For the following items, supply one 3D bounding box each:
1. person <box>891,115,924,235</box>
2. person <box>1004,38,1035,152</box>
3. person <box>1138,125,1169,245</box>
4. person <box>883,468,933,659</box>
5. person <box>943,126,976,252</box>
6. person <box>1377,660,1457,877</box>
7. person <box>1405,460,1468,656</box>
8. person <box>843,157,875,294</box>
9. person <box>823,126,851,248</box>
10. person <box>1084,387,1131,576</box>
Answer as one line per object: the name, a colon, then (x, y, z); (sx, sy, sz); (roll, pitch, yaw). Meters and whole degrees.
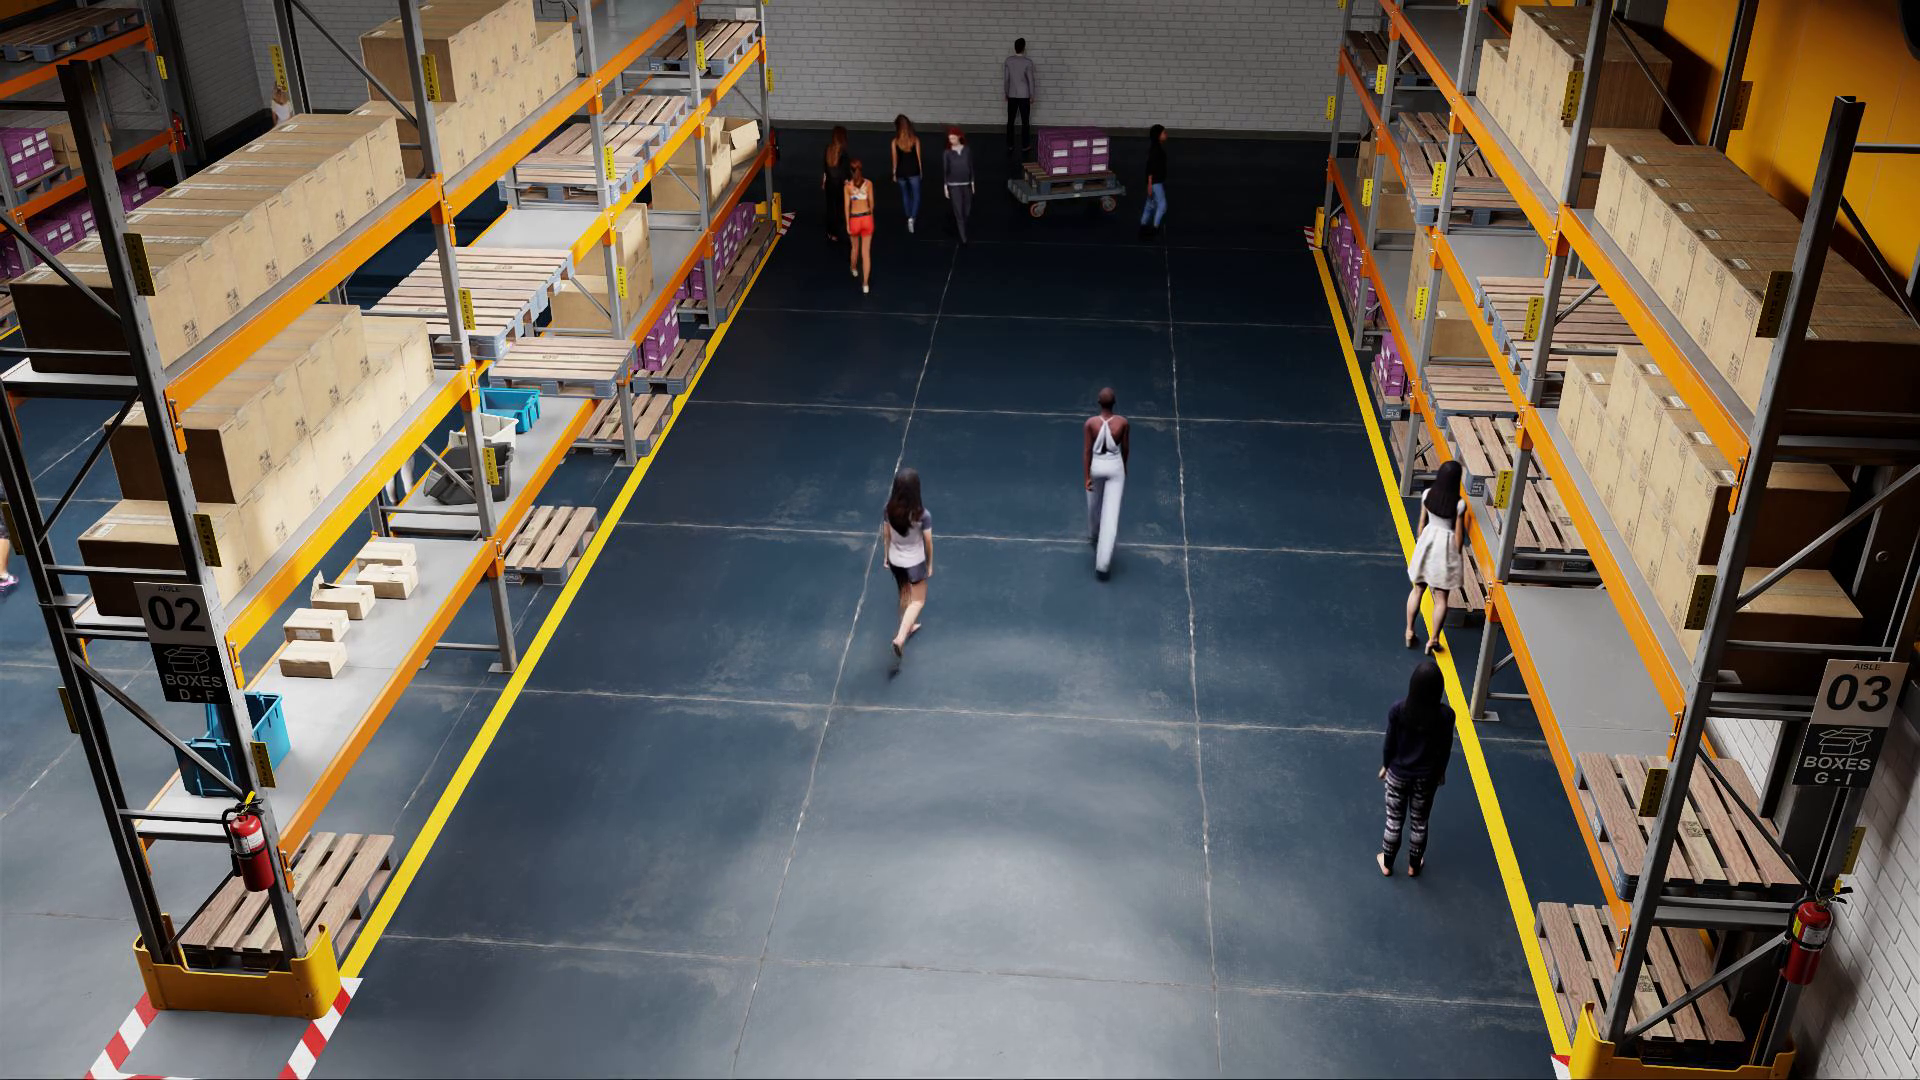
person: (-0.751, -5.266, 24.126); (0.606, 1.683, 0.957); (4, 29, 7)
person: (0.994, -7.532, 28.103); (0.738, 1.851, 0.685); (11, 30, 19)
person: (2.690, -5.081, 23.788); (0.700, 1.681, 0.634); (6, 29, 11)
person: (-0.475, 0.212, 14.079); (0.789, 1.686, 1.034); (11, 31, 20)
person: (-0.037, -4.989, 23.551); (0.793, 1.746, 0.943); (-9, 30, -16)
person: (3.136, 1.586, 11.510); (0.619, 1.734, 0.528); (5, 29, 8)
person: (4.052, 0.138, 14.128); (0.783, 1.769, 0.819); (22, 36, 35)
person: (-1.290, -4.111, 21.958); (0.786, 1.731, 1.224); (-5, 29, -9)
person: (-1.769, -5.036, 23.684); (0.788, 1.701, 0.816); (23, 36, 35)
person: (1.354, -0.512, 15.367); (0.595, 1.724, 1.153); (2, 29, 3)
